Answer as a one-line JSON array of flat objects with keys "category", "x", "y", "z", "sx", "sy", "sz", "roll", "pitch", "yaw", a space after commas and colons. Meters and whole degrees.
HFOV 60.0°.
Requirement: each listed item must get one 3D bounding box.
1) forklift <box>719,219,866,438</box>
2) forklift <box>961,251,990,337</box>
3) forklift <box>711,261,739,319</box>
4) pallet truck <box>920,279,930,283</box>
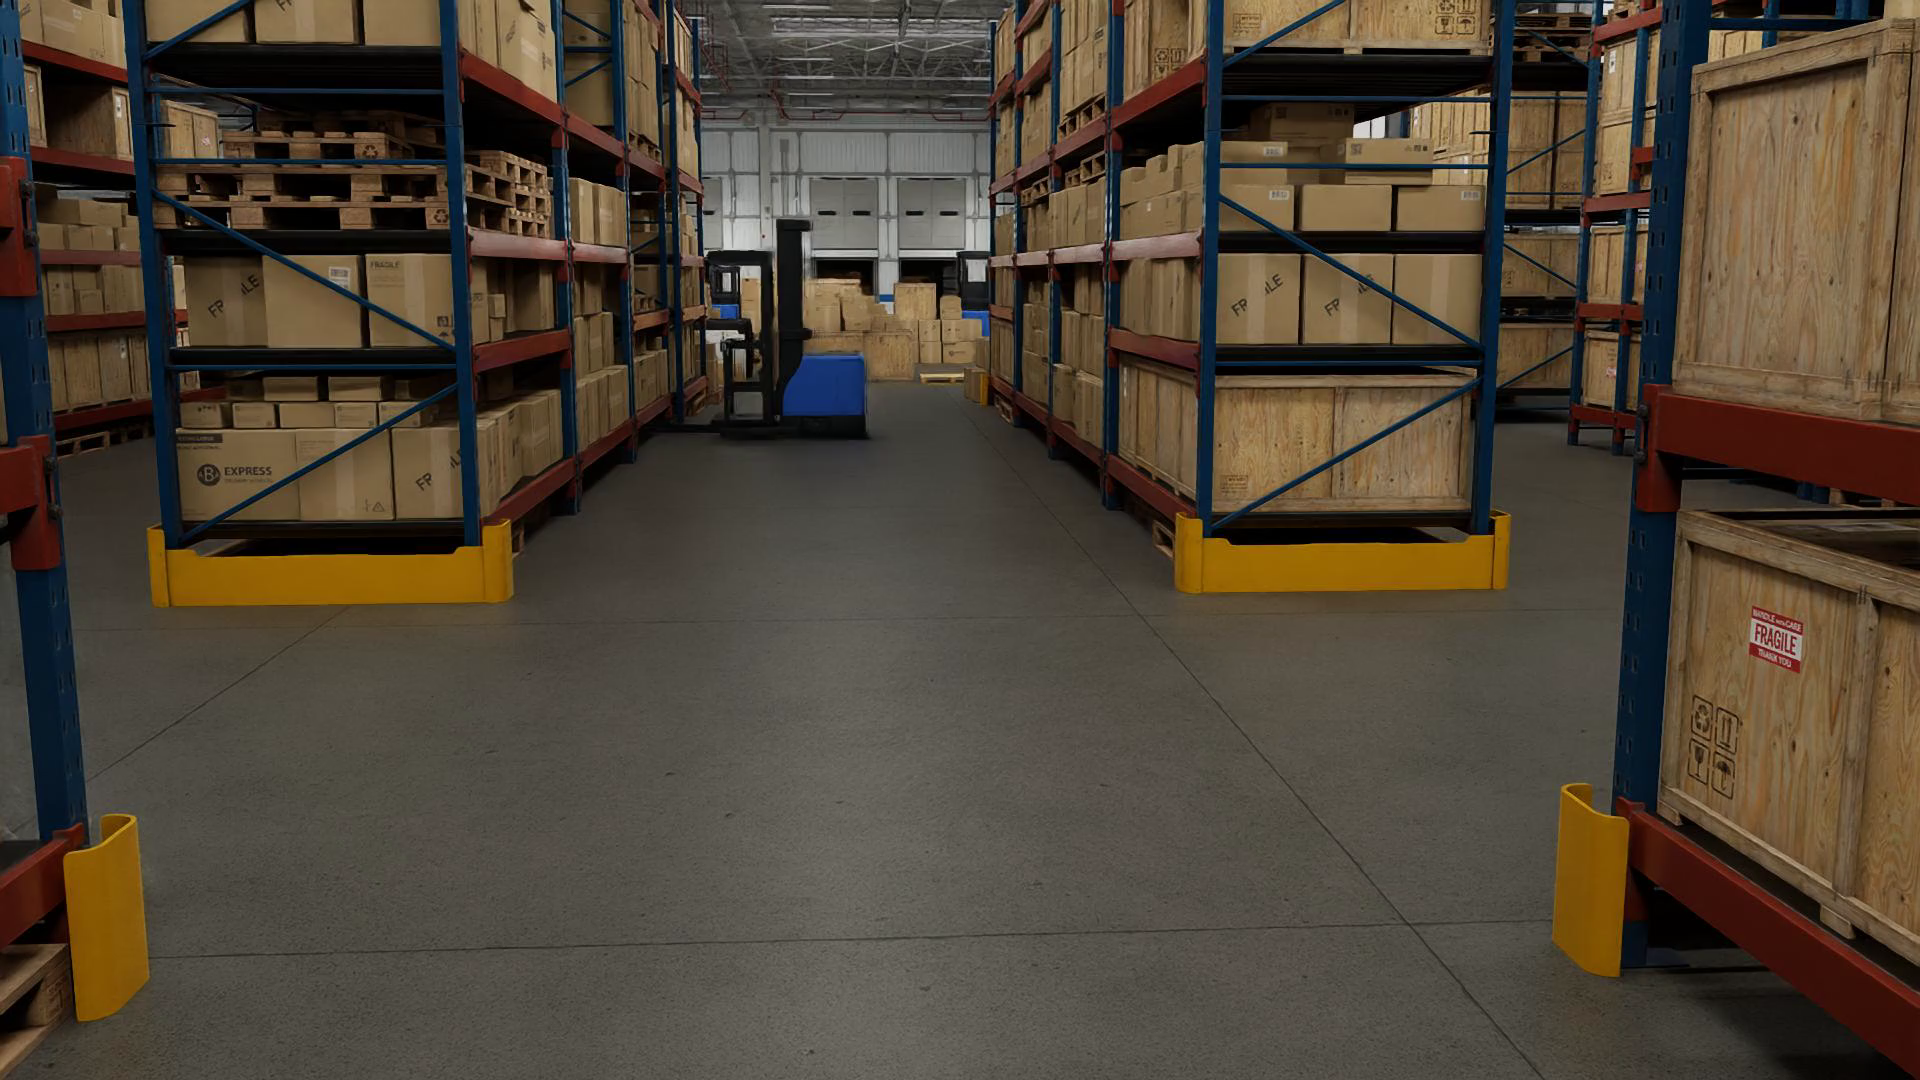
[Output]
[{"category": "forklift", "x": -2.185, "y": -2.767, "z": 21.707, "sx": 1.873, "sy": 2.768, "sz": 1.129, "roll": -1, "pitch": 9, "yaw": -4}, {"category": "forklift", "x": 0.497, "y": -7.082, "z": 48.799, "sx": 1.129, "sy": 2.768, "sz": 1.873, "roll": -1, "pitch": 9, "yaw": -4}, {"category": "forklift", "x": -8.368, "y": -8.713, "z": 59.038, "sx": 1.129, "sy": 2.768, "sz": 1.873, "roll": -1, "pitch": 9, "yaw": -4}, {"category": "pallet truck", "x": -0.932, "y": -8.922, "z": 63.114, "sx": 1.885, "sy": 1.965, "sz": 0.823, "roll": 2, "pitch": 9, "yaw": 13}]
